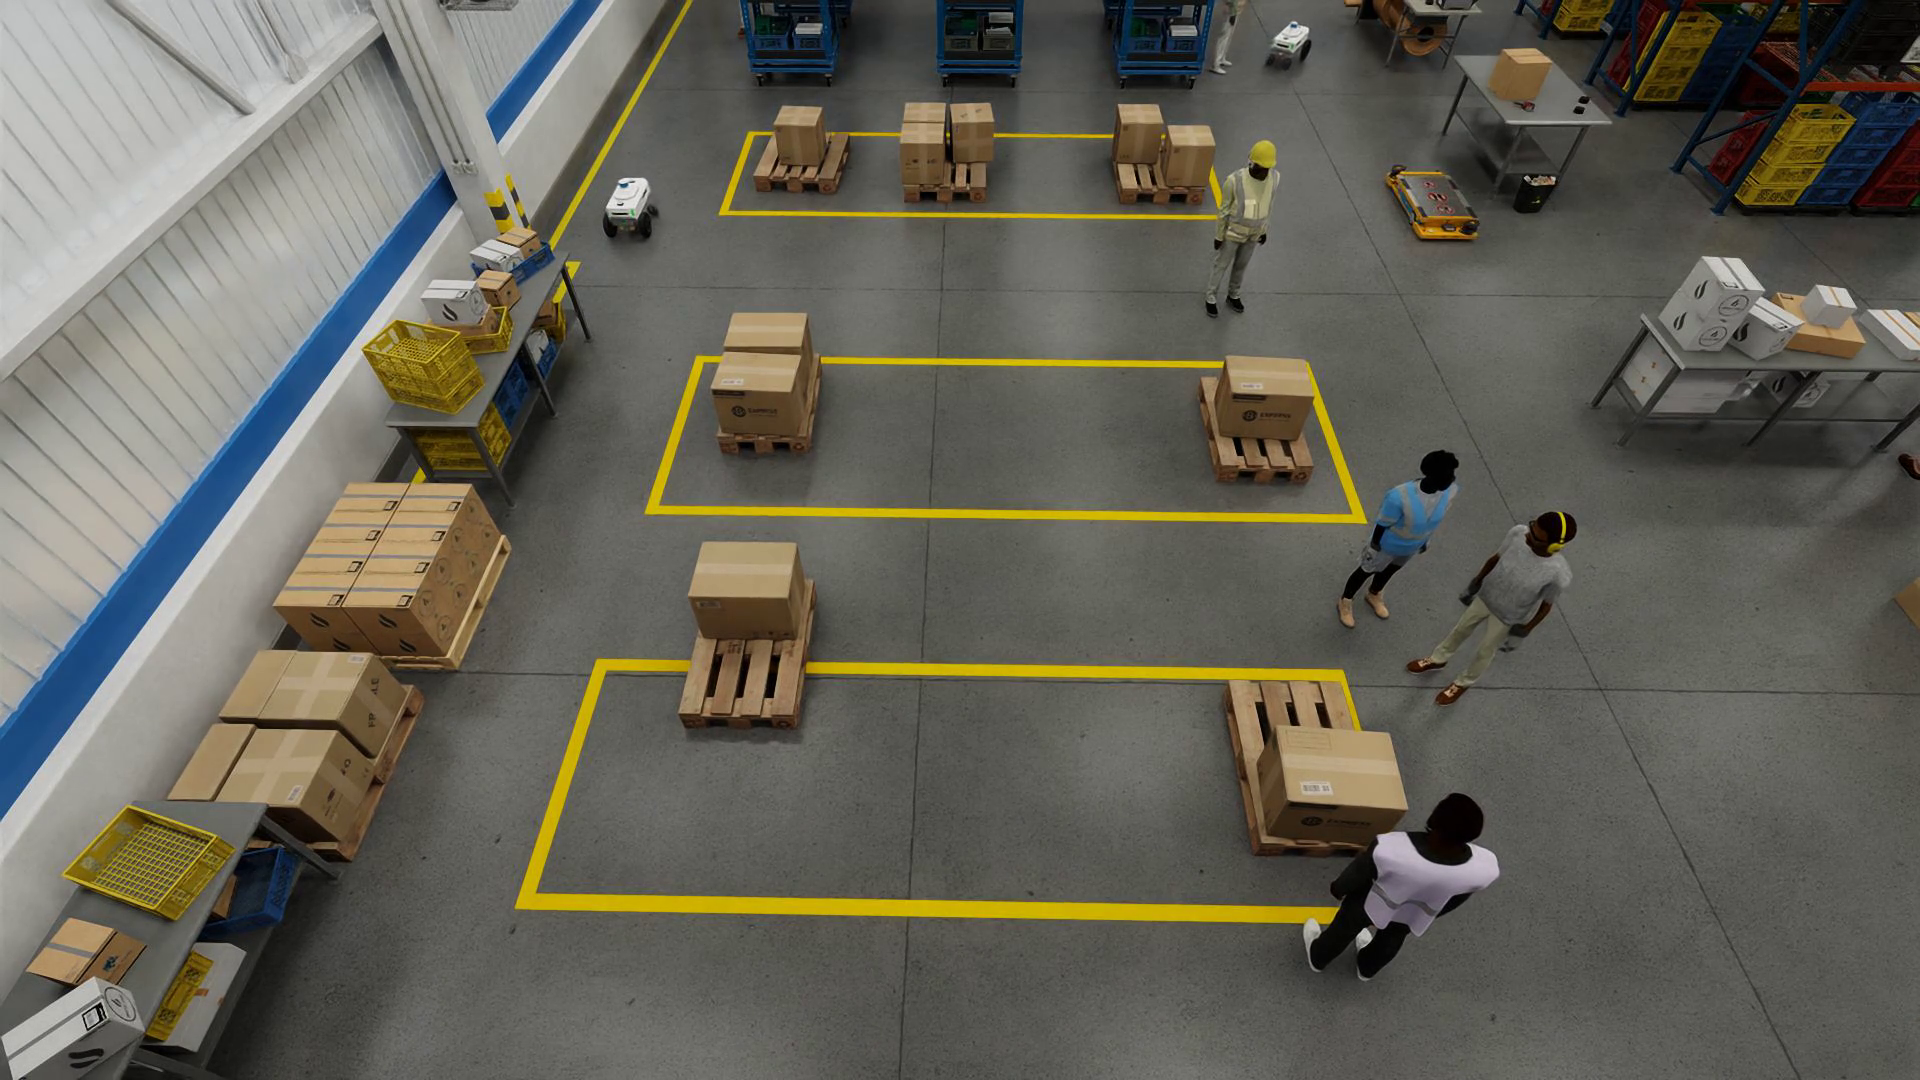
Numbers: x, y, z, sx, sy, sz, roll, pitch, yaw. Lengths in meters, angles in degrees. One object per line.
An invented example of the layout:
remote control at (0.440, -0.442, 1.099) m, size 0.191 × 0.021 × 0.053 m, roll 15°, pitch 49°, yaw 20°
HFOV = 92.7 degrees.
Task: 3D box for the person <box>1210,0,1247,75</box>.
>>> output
person at (3.962, -7.649, 13.248) m, size 0.319 × 1.628 × 0.527 m, roll 19°, pitch 52°, yaw 16°

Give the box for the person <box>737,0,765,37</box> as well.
person at (-3.284, -8.721, 13.938) m, size 0.608 × 1.987 × 0.390 m, roll 11°, pitch 50°, yaw 9°

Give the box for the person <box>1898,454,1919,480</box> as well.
person at (8.681, -1.221, 7.498) m, size 0.643 × 1.909 × 0.410 m, roll 16°, pitch 51°, yaw 13°

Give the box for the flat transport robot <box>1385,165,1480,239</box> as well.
flat transport robot at (5.692, -4.094, 11.059) m, size 0.652 × 0.197 × 1.431 m, roll 1°, pitch 49°, yaw 1°

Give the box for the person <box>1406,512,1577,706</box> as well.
person at (3.552, 0.467, 6.067) m, size 0.335 × 1.864 × 0.521 m, roll -15°, pitch 51°, yaw -13°

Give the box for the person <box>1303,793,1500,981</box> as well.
person at (2.277, 1.885, 4.810) m, size 0.592 × 1.910 × 0.384 m, roll 8°, pitch 50°, yaw 7°

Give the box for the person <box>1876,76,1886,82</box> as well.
person at (13.161, -7.372, 12.880) m, size 0.645 × 1.828 × 1.018 m, roll -18°, pitch 51°, yaw -15°

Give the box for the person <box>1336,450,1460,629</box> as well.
person at (3.149, 0.004, 6.573) m, size 0.535 × 1.700 × 0.318 m, roll -12°, pitch 50°, yaw -10°

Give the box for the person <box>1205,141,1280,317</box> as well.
person at (2.827, -3.092, 9.168) m, size 0.598 × 1.829 × 0.404 m, roll -13°, pitch 50°, yaw -11°

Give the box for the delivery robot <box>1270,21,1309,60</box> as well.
delivery robot at (4.964, -7.519, 13.777) m, size 0.477 × 0.478 × 0.707 m, roll 26°, pitch 54°, yaw 21°

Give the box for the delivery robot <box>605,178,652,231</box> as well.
delivery robot at (-3.872, -3.964, 10.700) m, size 0.477 × 0.478 × 0.707 m, roll 1°, pitch 49°, yaw 0°
